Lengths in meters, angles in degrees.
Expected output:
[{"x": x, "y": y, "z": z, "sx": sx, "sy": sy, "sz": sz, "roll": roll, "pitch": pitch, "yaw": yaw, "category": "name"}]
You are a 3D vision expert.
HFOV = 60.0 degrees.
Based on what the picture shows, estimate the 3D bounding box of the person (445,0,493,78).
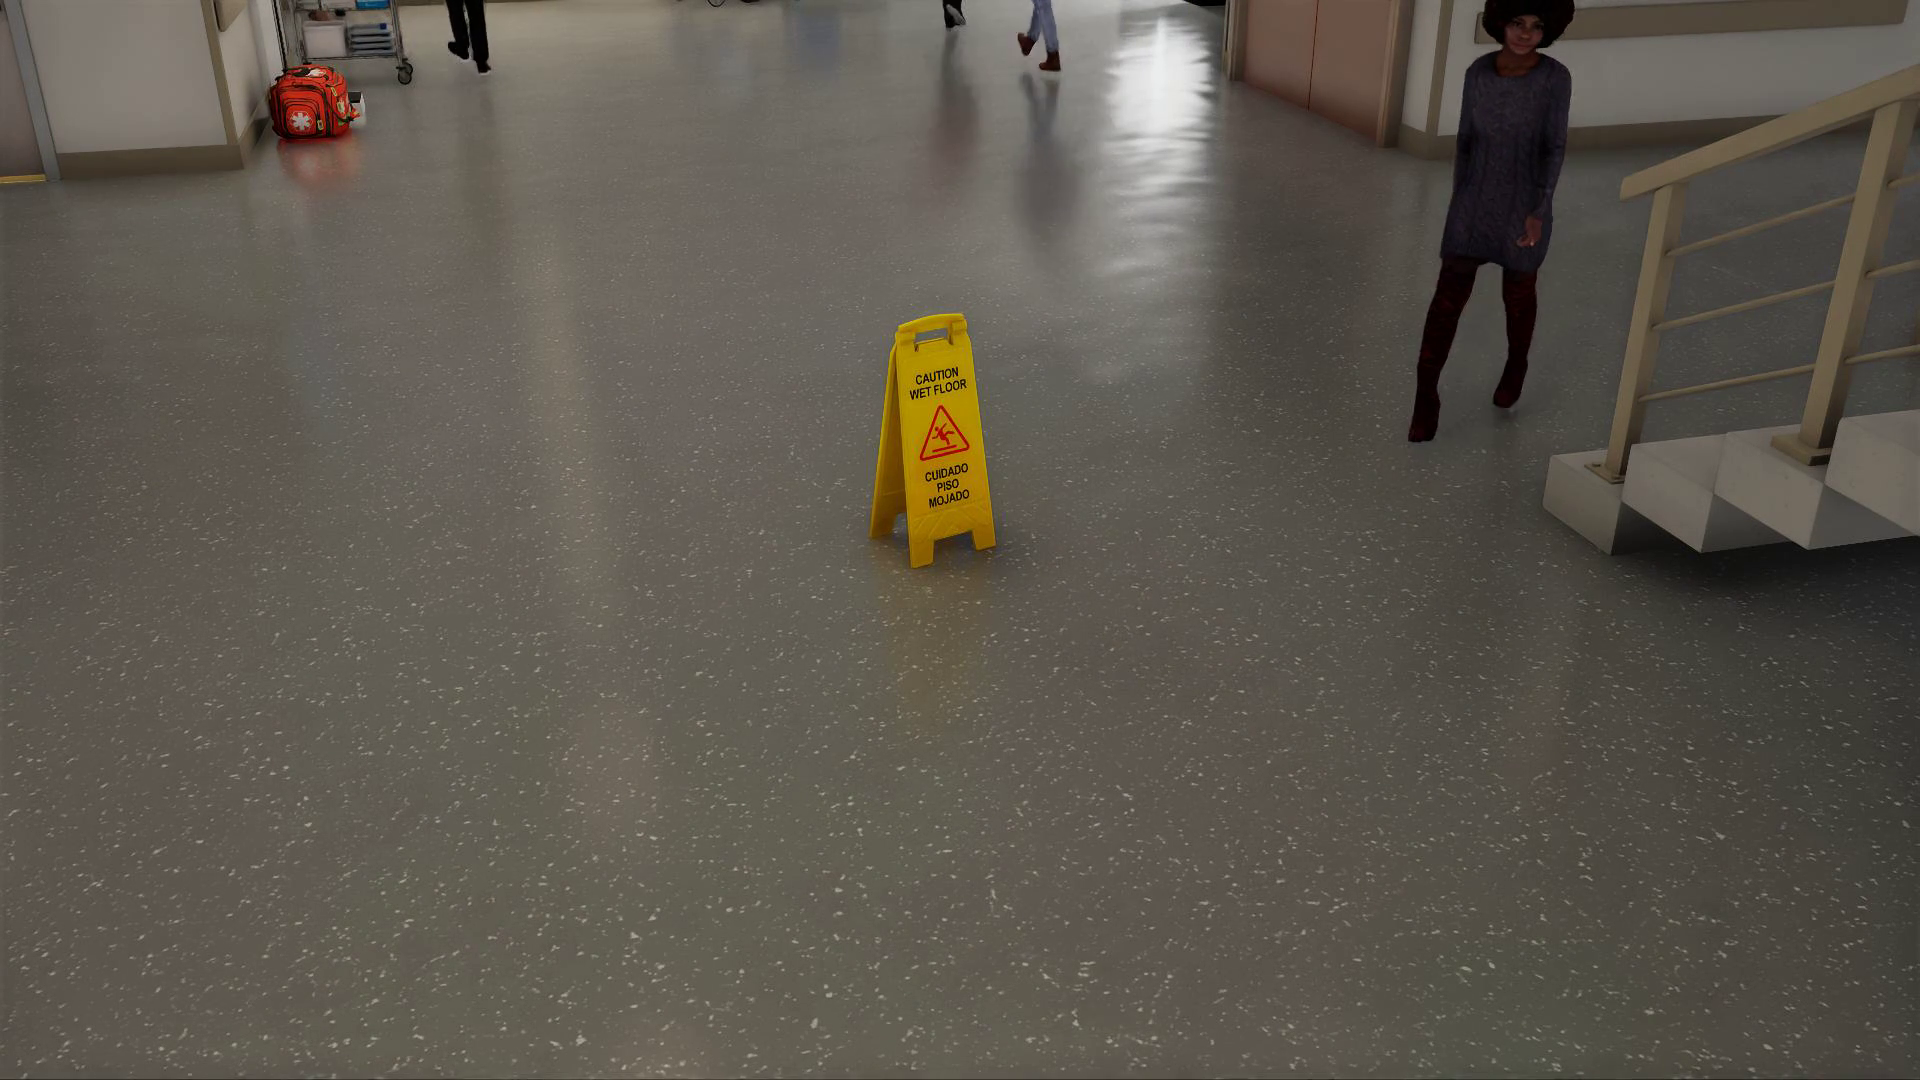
[{"x": -3.836, "y": -4.412, "z": 12.800, "sx": 0.722, "sy": 1.683, "sz": 1.129, "roll": -9, "pitch": 27, "yaw": -18, "category": "person"}]

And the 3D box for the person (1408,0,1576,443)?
[{"x": 2.050, "y": -1.216, "z": 6.185, "sx": 1.014, "sy": 1.673, "sz": 1.066, "roll": 16, "pitch": 30, "yaw": 29, "category": "person"}]

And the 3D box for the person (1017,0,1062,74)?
[{"x": 0.692, "y": -4.567, "z": 12.986, "sx": 0.819, "sy": 1.802, "sz": 1.134, "roll": -11, "pitch": 28, "yaw": -22, "category": "person"}]
